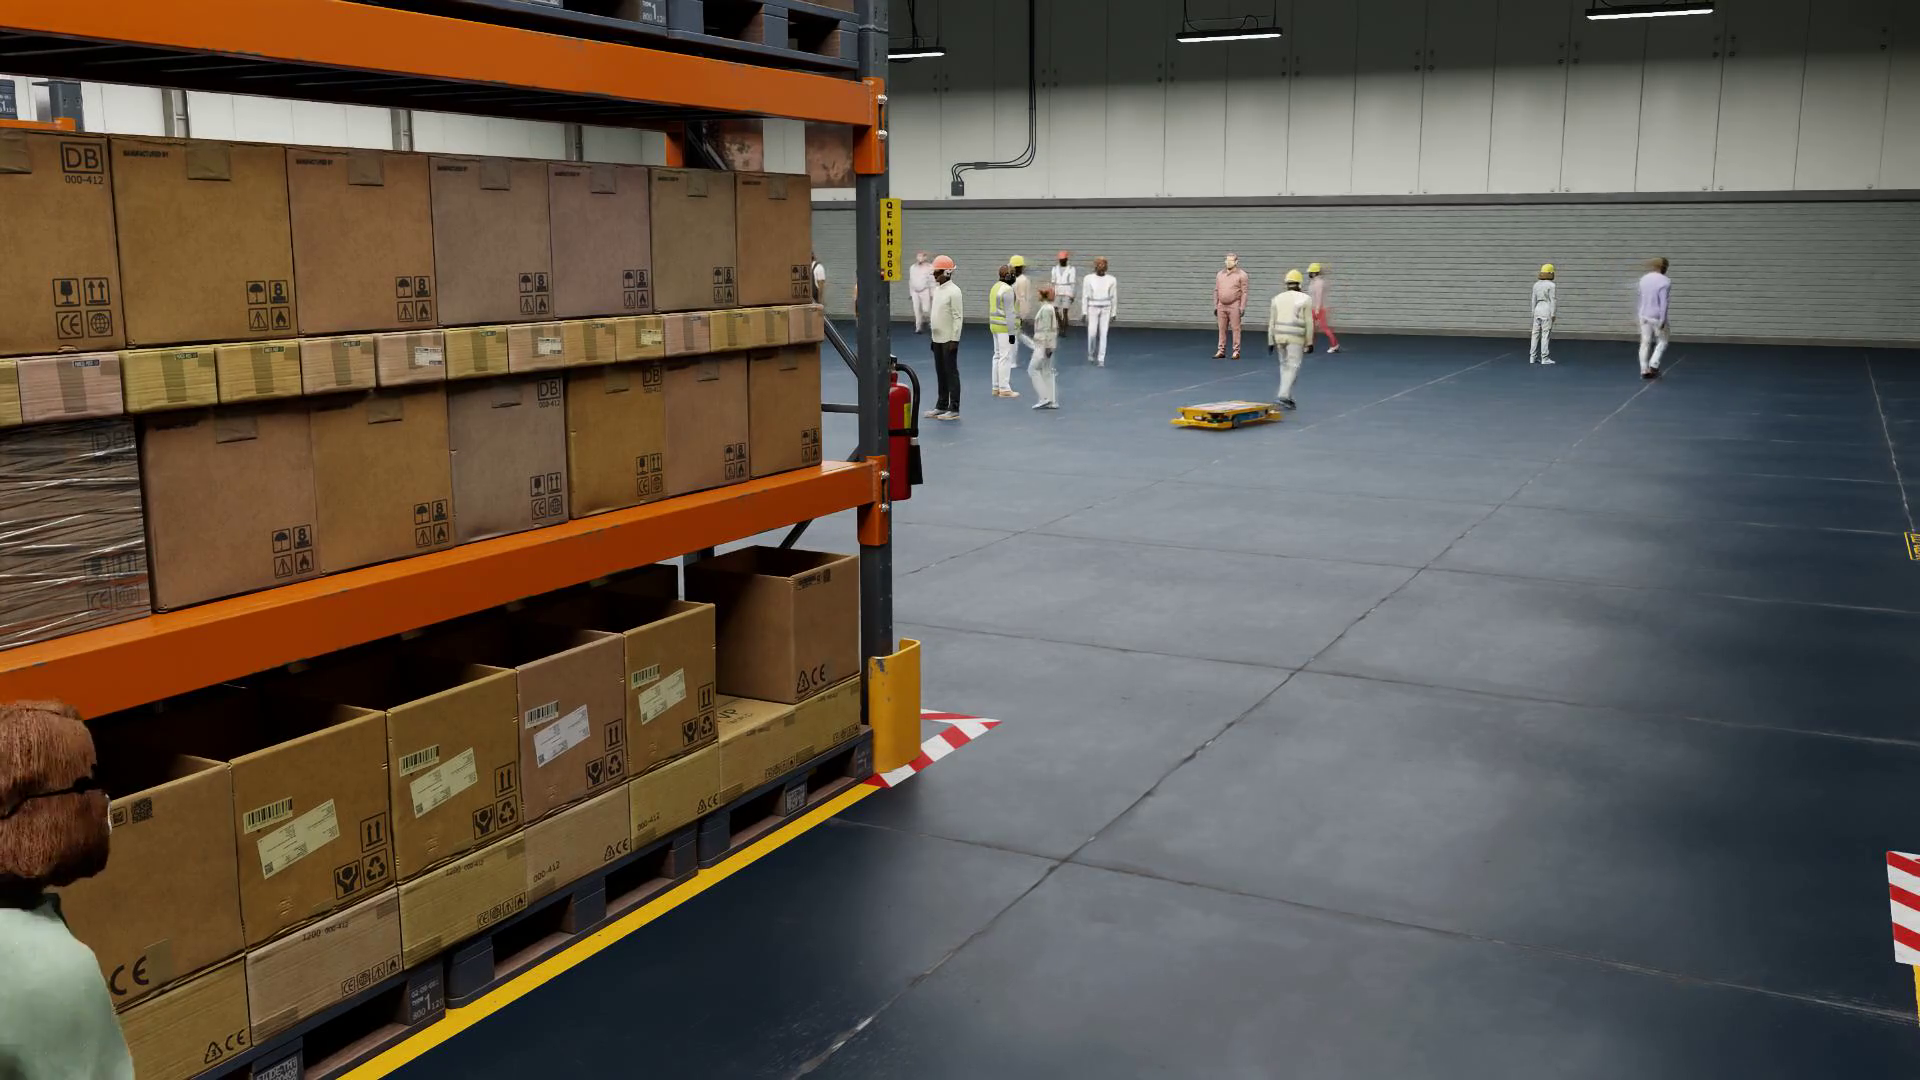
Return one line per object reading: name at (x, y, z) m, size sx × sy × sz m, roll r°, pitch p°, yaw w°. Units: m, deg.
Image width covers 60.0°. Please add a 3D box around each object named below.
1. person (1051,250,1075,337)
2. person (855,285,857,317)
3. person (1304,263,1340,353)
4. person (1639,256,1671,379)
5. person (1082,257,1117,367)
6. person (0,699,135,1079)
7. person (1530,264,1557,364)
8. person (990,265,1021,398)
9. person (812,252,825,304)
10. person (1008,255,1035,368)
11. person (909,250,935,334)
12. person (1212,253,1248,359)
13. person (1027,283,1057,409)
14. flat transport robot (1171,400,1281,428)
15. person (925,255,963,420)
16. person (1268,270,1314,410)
person at (2.254, -5.409, 36.556) m, size 0.568 × 1.923 × 0.400 m, roll 4°, pitch 11°, yaw 21°
person at (-1.677, -4.181, 30.533) m, size 0.539 × 1.675 × 0.654 m, roll 2°, pitch 11°, yaw 8°
person at (6.850, -4.410, 31.638) m, size 0.798 × 1.728 × 0.525 m, roll -3°, pitch 11°, yaw -17°
person at (10.845, -3.457, 25.947) m, size 0.478 × 1.918 × 0.623 m, roll -5°, pitch 12°, yaw -25°
person at (2.389, -3.890, 28.408) m, size 0.599 × 1.873 × 0.423 m, roll -1°, pitch 10°, yaw -5°
person at (-1.279, 1.011, 2.444) m, size 0.852 × 1.589 × 0.500 m, roll -10°, pitch 14°, yaw -43°
person at (10.258, -3.964, 29.172) m, size 0.295 × 1.743 × 0.493 m, roll -6°, pitch 12°, yaw -30°
person at (0.632, -2.898, 23.121) m, size 0.429 × 1.835 × 0.630 m, roll -3°, pitch 11°, yaw -17°
person at (-3.135, -5.055, 34.310) m, size 0.709 × 2.000 × 0.539 m, roll 3°, pitch 11°, yaw 18°
person at (1.039, -3.845, 28.063) m, size 0.714 × 1.909 × 0.606 m, roll 0°, pitch 10°, yaw 2°
person at (-0.856, -5.630, 37.832) m, size 0.640 × 1.897 × 0.545 m, roll 5°, pitch 12°, yaw 25°
person at (4.889, -4.240, 30.217) m, size 0.651 × 1.913 × 0.410 m, roll 8°, pitch 13°, yaw 36°
person at (1.062, -2.490, 21.459) m, size 0.425 × 1.625 × 0.519 m, roll 2°, pitch 11°, yaw 11°
flat transport robot at (3.171, -1.499, 19.746) m, size 0.652 × 0.197 × 1.431 m, roll 9°, pitch 13°, yaw 40°
person at (-0.190, -2.462, 20.293) m, size 0.382 × 1.993 × 0.622 m, roll -6°, pitch 12°, yaw -28°
person at (4.247, -2.595, 21.578) m, size 0.611 × 1.800 × 0.679 m, roll 10°, pitch 14°, yaw 44°
